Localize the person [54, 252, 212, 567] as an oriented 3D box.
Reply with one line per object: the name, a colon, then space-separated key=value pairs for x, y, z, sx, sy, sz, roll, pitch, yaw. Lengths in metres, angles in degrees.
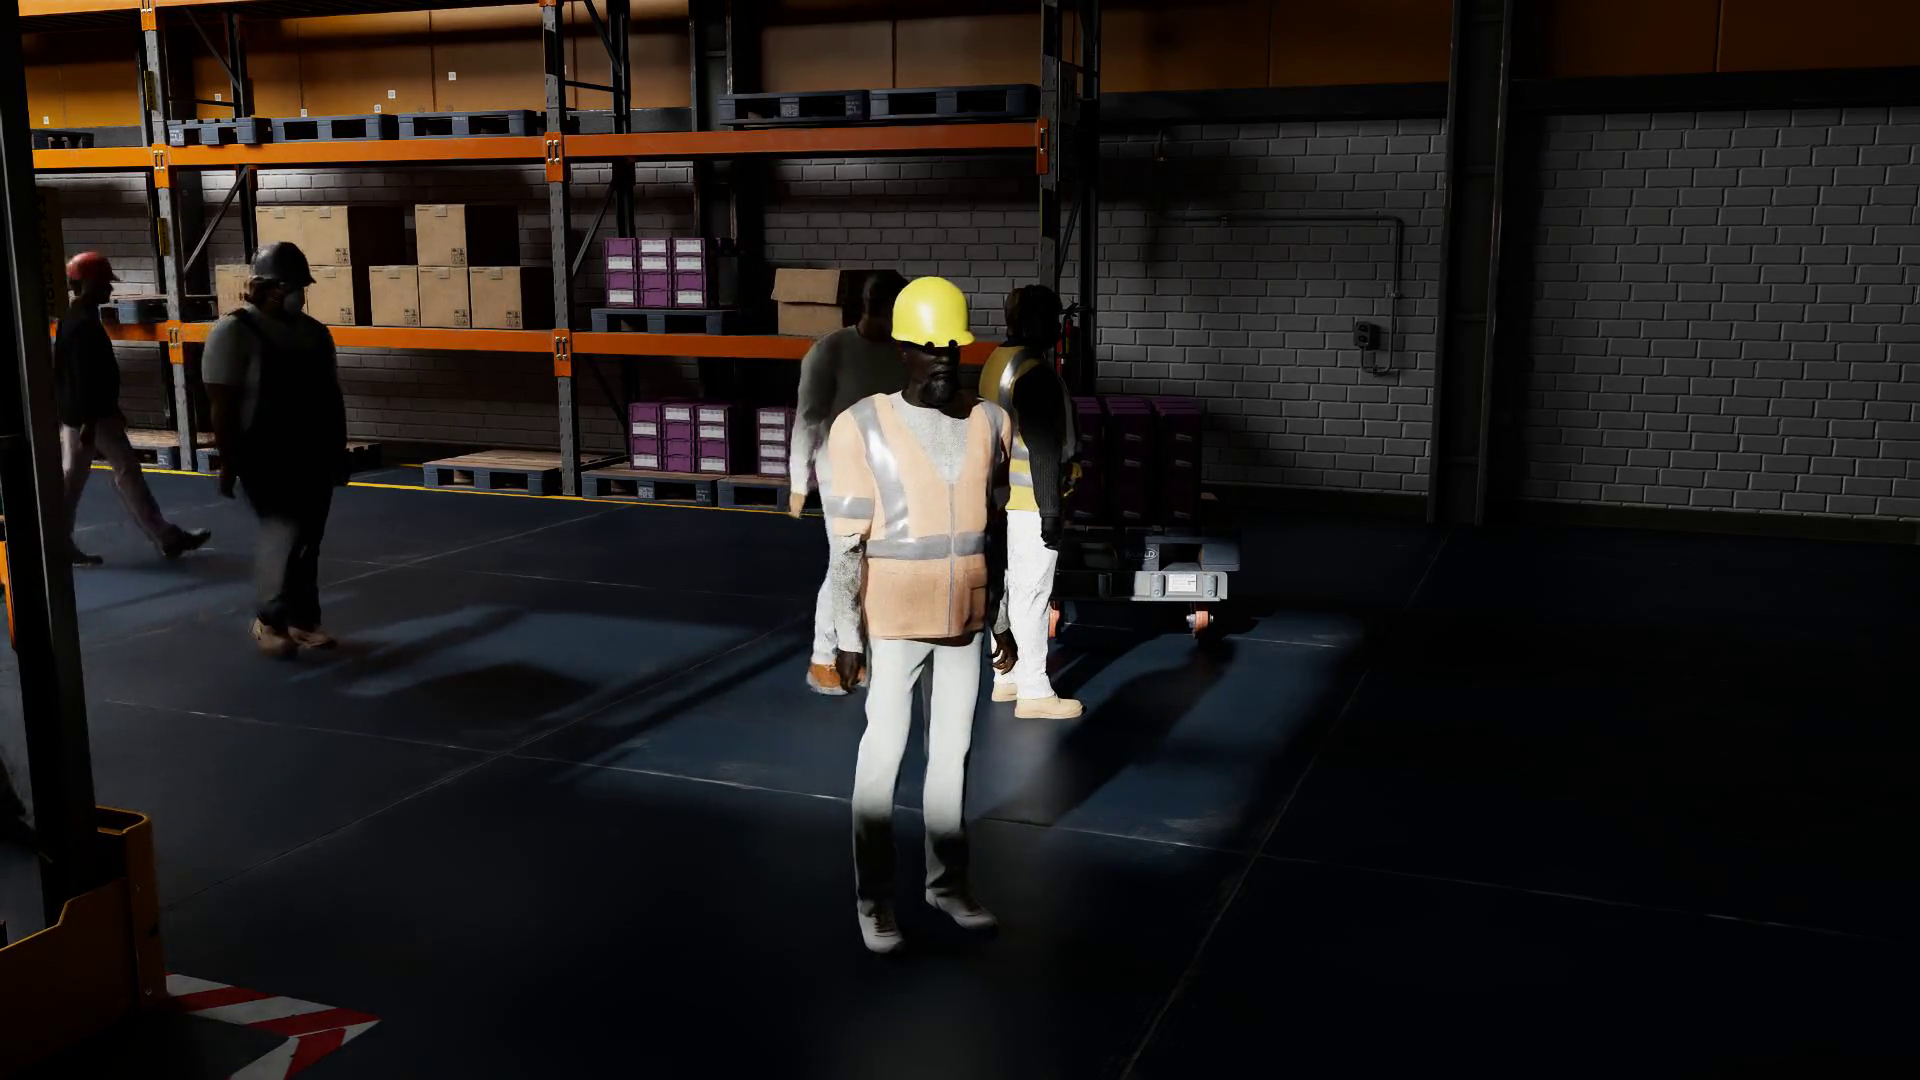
person: x=-5.293 y=-0.807 z=10.414 sx=0.982 sy=1.951 sz=0.615 roll=-8 pitch=13 yaw=-39

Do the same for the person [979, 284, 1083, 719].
person: x=0.307 y=-0.163 z=7.127 sx=0.429 sy=1.844 sz=0.626 roll=-3 pitch=11 yaw=-17

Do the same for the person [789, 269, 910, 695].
person: x=-0.442 y=-0.255 z=7.460 sx=0.647 sy=1.900 sz=0.521 roll=-8 pitch=13 yaw=-38

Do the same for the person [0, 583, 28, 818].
person: x=-3.649 y=0.068 z=5.757 sx=1.033 sy=1.885 sz=0.635 roll=4 pitch=11 yaw=20

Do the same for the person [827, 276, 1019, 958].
person: x=-0.086 y=0.219 z=4.759 sx=0.593 sy=1.924 sz=0.384 roll=-6 pitch=12 yaw=-31

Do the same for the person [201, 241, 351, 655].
person: x=-3.262 y=-0.441 z=8.116 sx=0.536 sy=2.000 sz=0.708 roll=5 pitch=12 yaw=28
